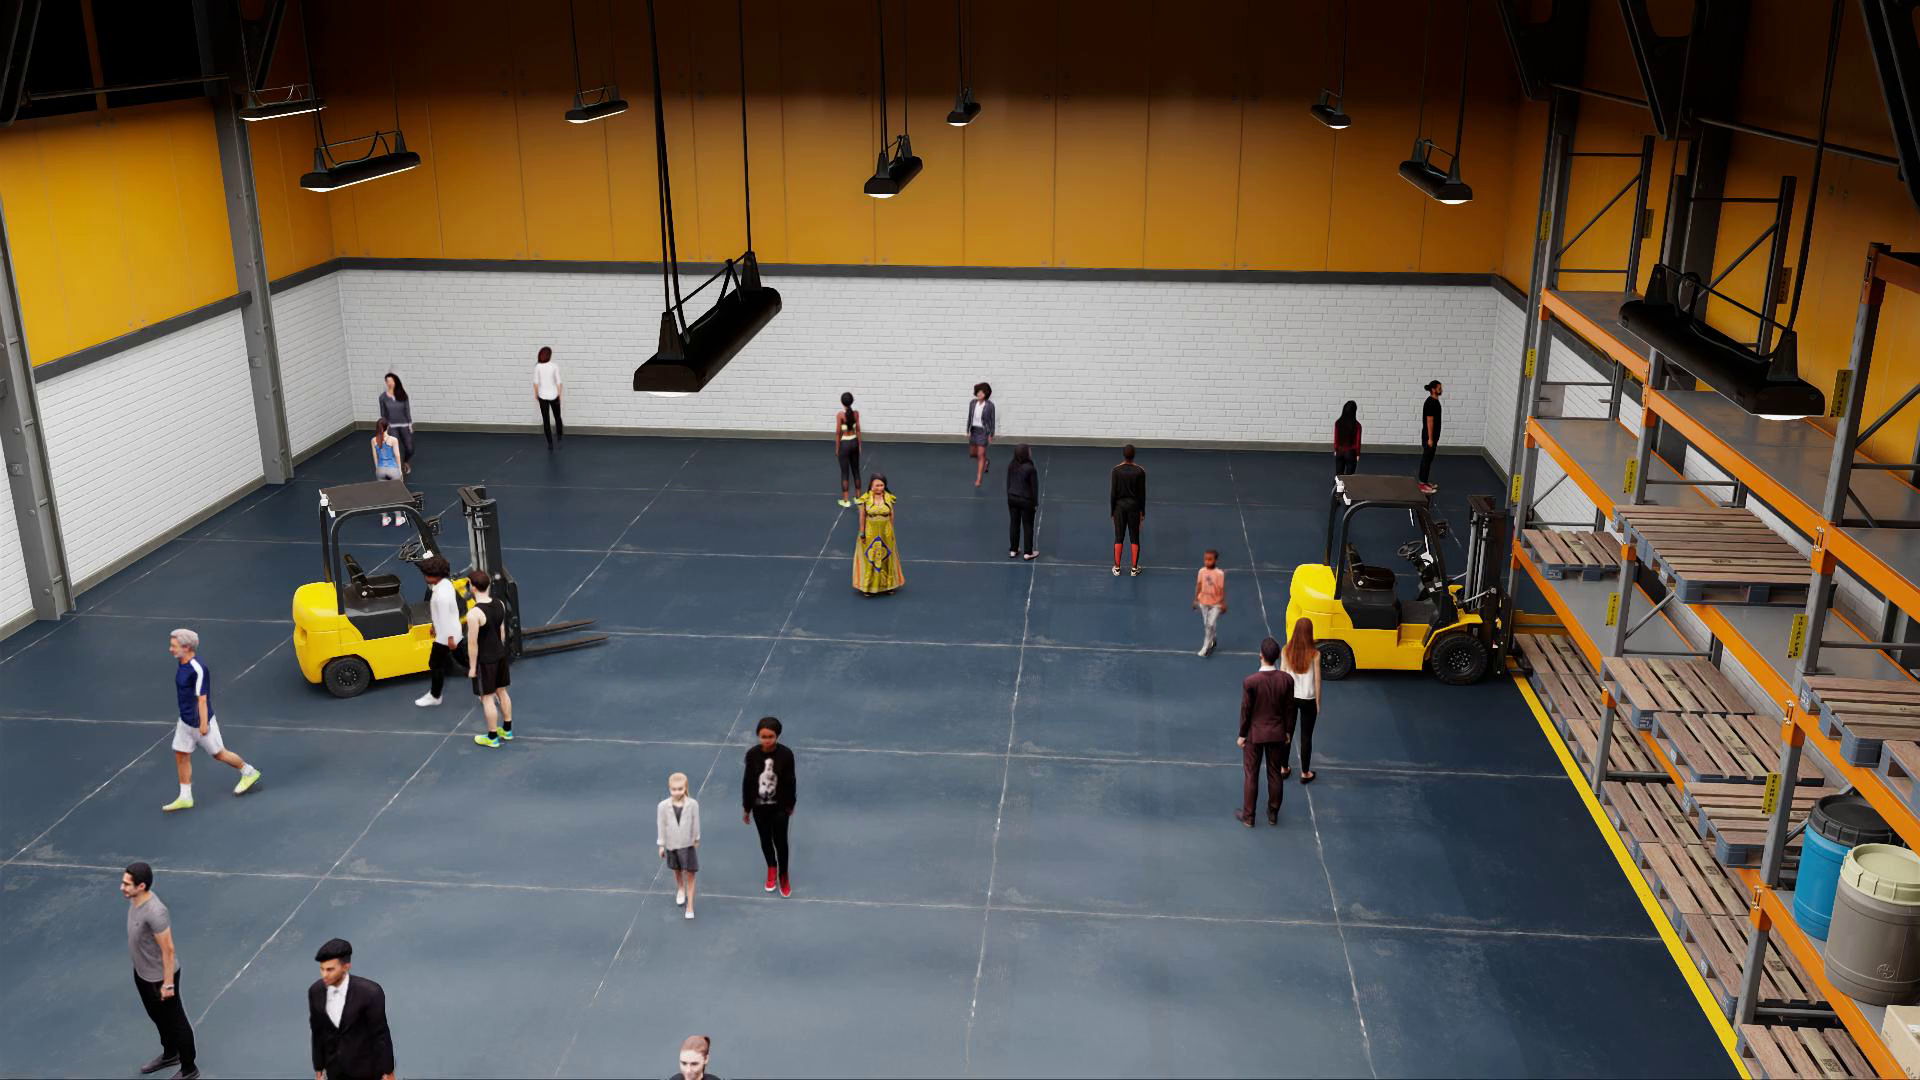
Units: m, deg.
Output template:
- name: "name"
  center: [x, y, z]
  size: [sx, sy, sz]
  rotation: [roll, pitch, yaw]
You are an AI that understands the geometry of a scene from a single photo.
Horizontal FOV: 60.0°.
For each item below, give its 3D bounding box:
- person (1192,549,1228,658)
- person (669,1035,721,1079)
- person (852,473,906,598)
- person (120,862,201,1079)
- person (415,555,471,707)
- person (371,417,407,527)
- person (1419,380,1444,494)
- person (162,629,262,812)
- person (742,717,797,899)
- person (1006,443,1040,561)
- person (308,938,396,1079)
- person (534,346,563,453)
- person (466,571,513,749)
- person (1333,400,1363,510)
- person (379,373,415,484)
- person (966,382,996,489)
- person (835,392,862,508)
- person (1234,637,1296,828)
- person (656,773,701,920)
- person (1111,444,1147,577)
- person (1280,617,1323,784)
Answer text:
- name: "person"
  center: [3.000, 0.713, 19.723]
  size: [0.741, 1.290, 0.882]
  rotation: [12, 22, 32]
- name: "person"
  center: [-1.588, 3.727, 10.090]
  size: [0.575, 1.726, 1.088]
  rotation: [2, 19, 6]
- name: "person"
  center: [-1.071, -0.085, 21.522]
  size: [0.983, 1.654, 0.955]
  rotation: [-7, 20, -20]
- name: "person"
  center: [-5.761, 3.092, 11.934]
  size: [0.699, 1.754, 0.730]
  rotation: [16, 25, 40]
- name: "person"
  center: [-5.488, 1.000, 18.129]
  size: [0.873, 1.764, 1.153]
  rotation: [-1, 19, -3]
- name: "person"
  center: [-8.359, -1.002, 24.319]
  size: [0.540, 1.608, 0.517]
  rotation: [1, 19, 4]
- name: "person"
  center: [7.340, -1.634, 25.959]
  size: [0.736, 1.759, 0.584]
  rotation: [6, 19, 17]
- name: "person"
  center: [-7.240, 1.701, 15.987]
  size: [1.097, 1.802, 1.231]
  rotation: [16, 25, 40]
- name: "person"
  center: [-1.655, 2.269, 14.521]
  size: [0.606, 1.662, 0.604]
  rotation: [1, 19, 4]
- name: "person"
  center: [0.855, -0.533, 22.920]
  size: [0.749, 1.611, 0.778]
  rotation: [12, 22, 32]
- name: "person"
  center: [-3.895, 3.388, 10.870]
  size: [0.776, 1.871, 0.775]
  rotation: [5, 19, 14]
- name: "person"
  center: [-6.947, -2.351, 28.075]
  size: [0.819, 1.766, 1.081]
  rotation: [-4, 19, -12]
- name: "person"
  center: [-4.886, 1.227, 17.258]
  size: [0.787, 1.890, 0.628]
  rotation: [8, 20, 22]
- name: "person"
  center: [5.826, -1.287, 25.099]
  size: [0.660, 1.651, 0.672]
  rotation: [13, 23, 34]
- name: "person"
  center: [-8.951, -1.796, 26.445]
  size: [0.797, 1.756, 0.880]
  rotation: [-8, 20, -23]
- name: "person"
  center: [0.355, -1.668, 26.188]
  size: [0.809, 1.678, 0.922]
  rotation: [10, 21, 28]
- name: "person"
  center: [-1.687, -1.383, 25.222]
  size: [0.644, 1.754, 0.672]
  rotation: [-10, 21, -28]
- name: "person"
  center: [2.861, 1.803, 15.586]
  size: [0.739, 1.866, 0.691]
  rotation: [-3, 19, -9]
- name: "person"
  center: [-2.405, 2.567, 14.279]
  size: [0.560, 1.251, 0.813]
  rotation: [0, 19, -1]
- name: "person"
  center: [2.242, -0.408, 22.242]
  size: [0.627, 1.808, 0.540]
  rotation: [3, 19, 9]
- name: "person"
  center: [3.363, 1.579, 16.476]
  size: [0.649, 1.721, 0.642]
  rotation: [11, 22, 30]
